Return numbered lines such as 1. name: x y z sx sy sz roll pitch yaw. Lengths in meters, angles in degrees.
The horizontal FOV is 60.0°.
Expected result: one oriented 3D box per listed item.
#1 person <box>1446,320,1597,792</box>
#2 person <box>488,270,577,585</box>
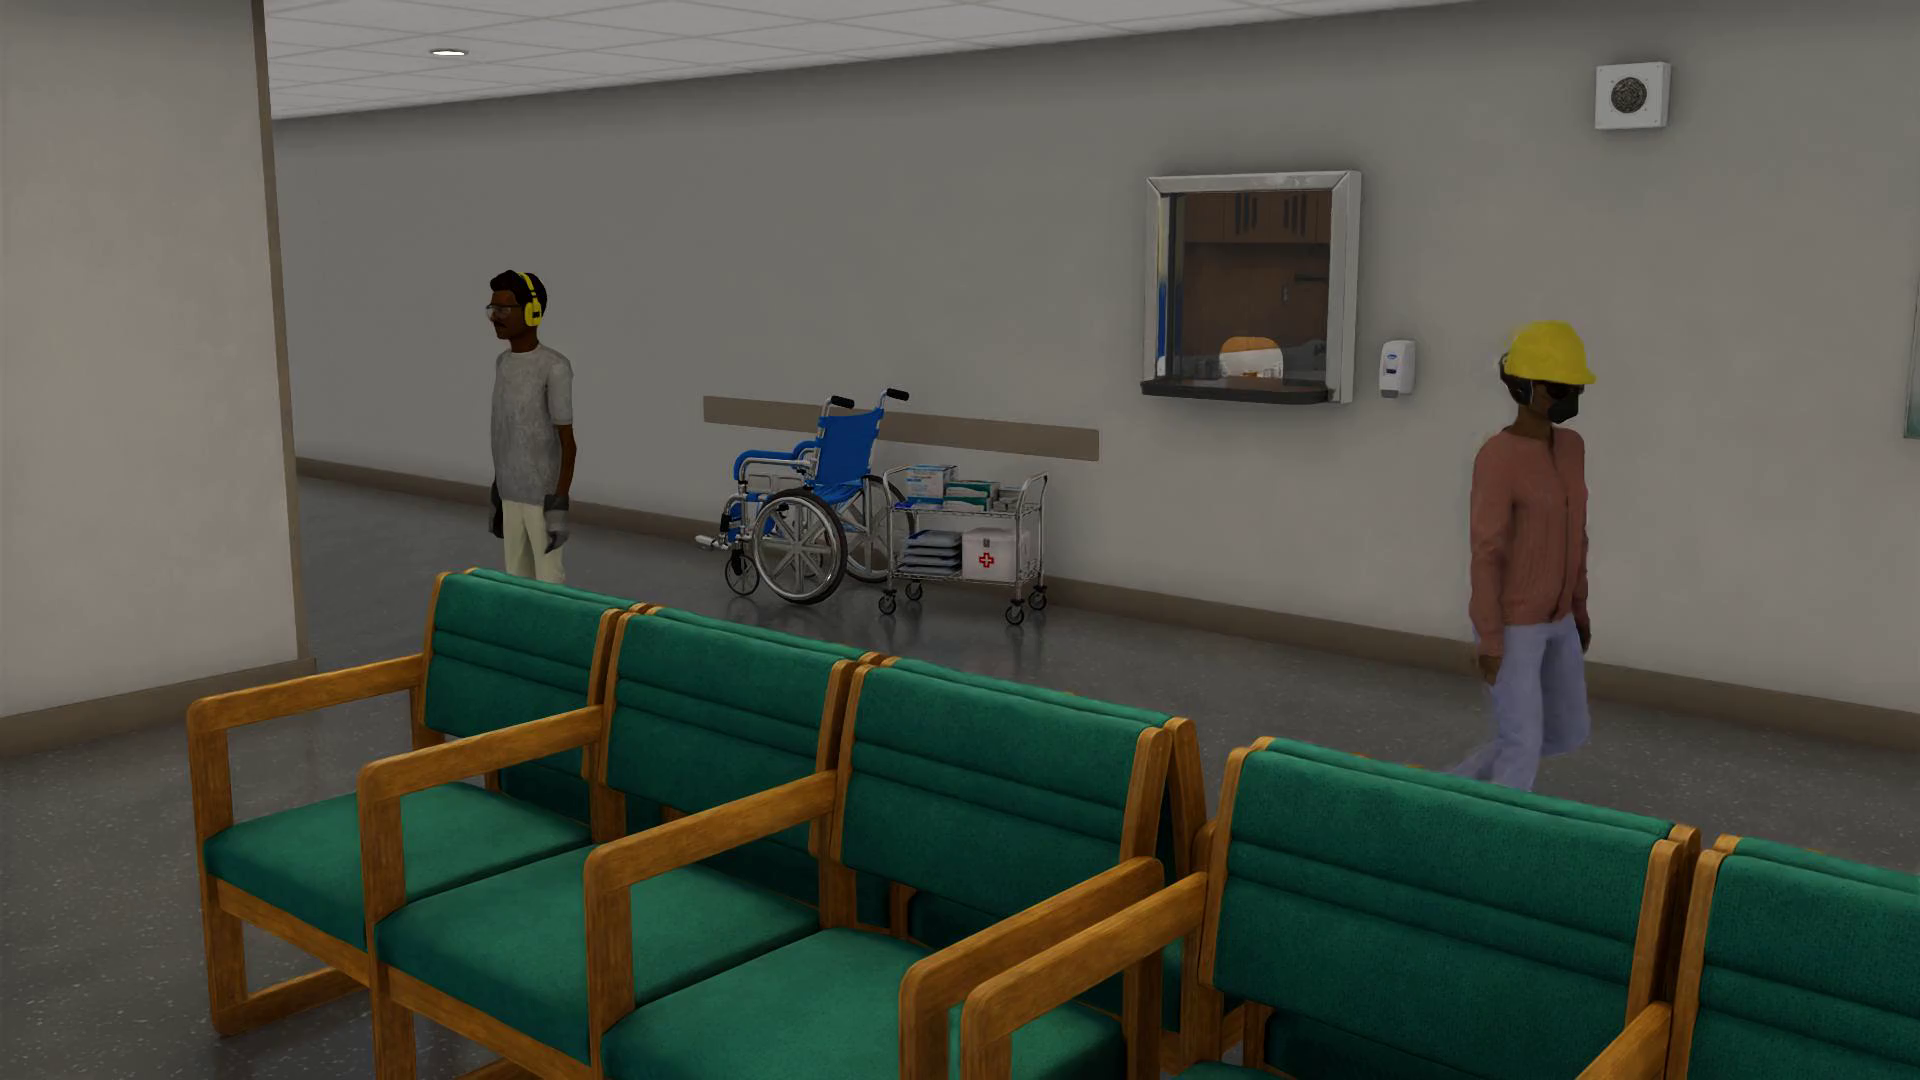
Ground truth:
1. person: 1.646 0.227 4.919 0.543 1.751 0.536 -9 13 -40
2. person: -1.770 -0.156 6.795 0.508 1.872 0.329 8 13 40
